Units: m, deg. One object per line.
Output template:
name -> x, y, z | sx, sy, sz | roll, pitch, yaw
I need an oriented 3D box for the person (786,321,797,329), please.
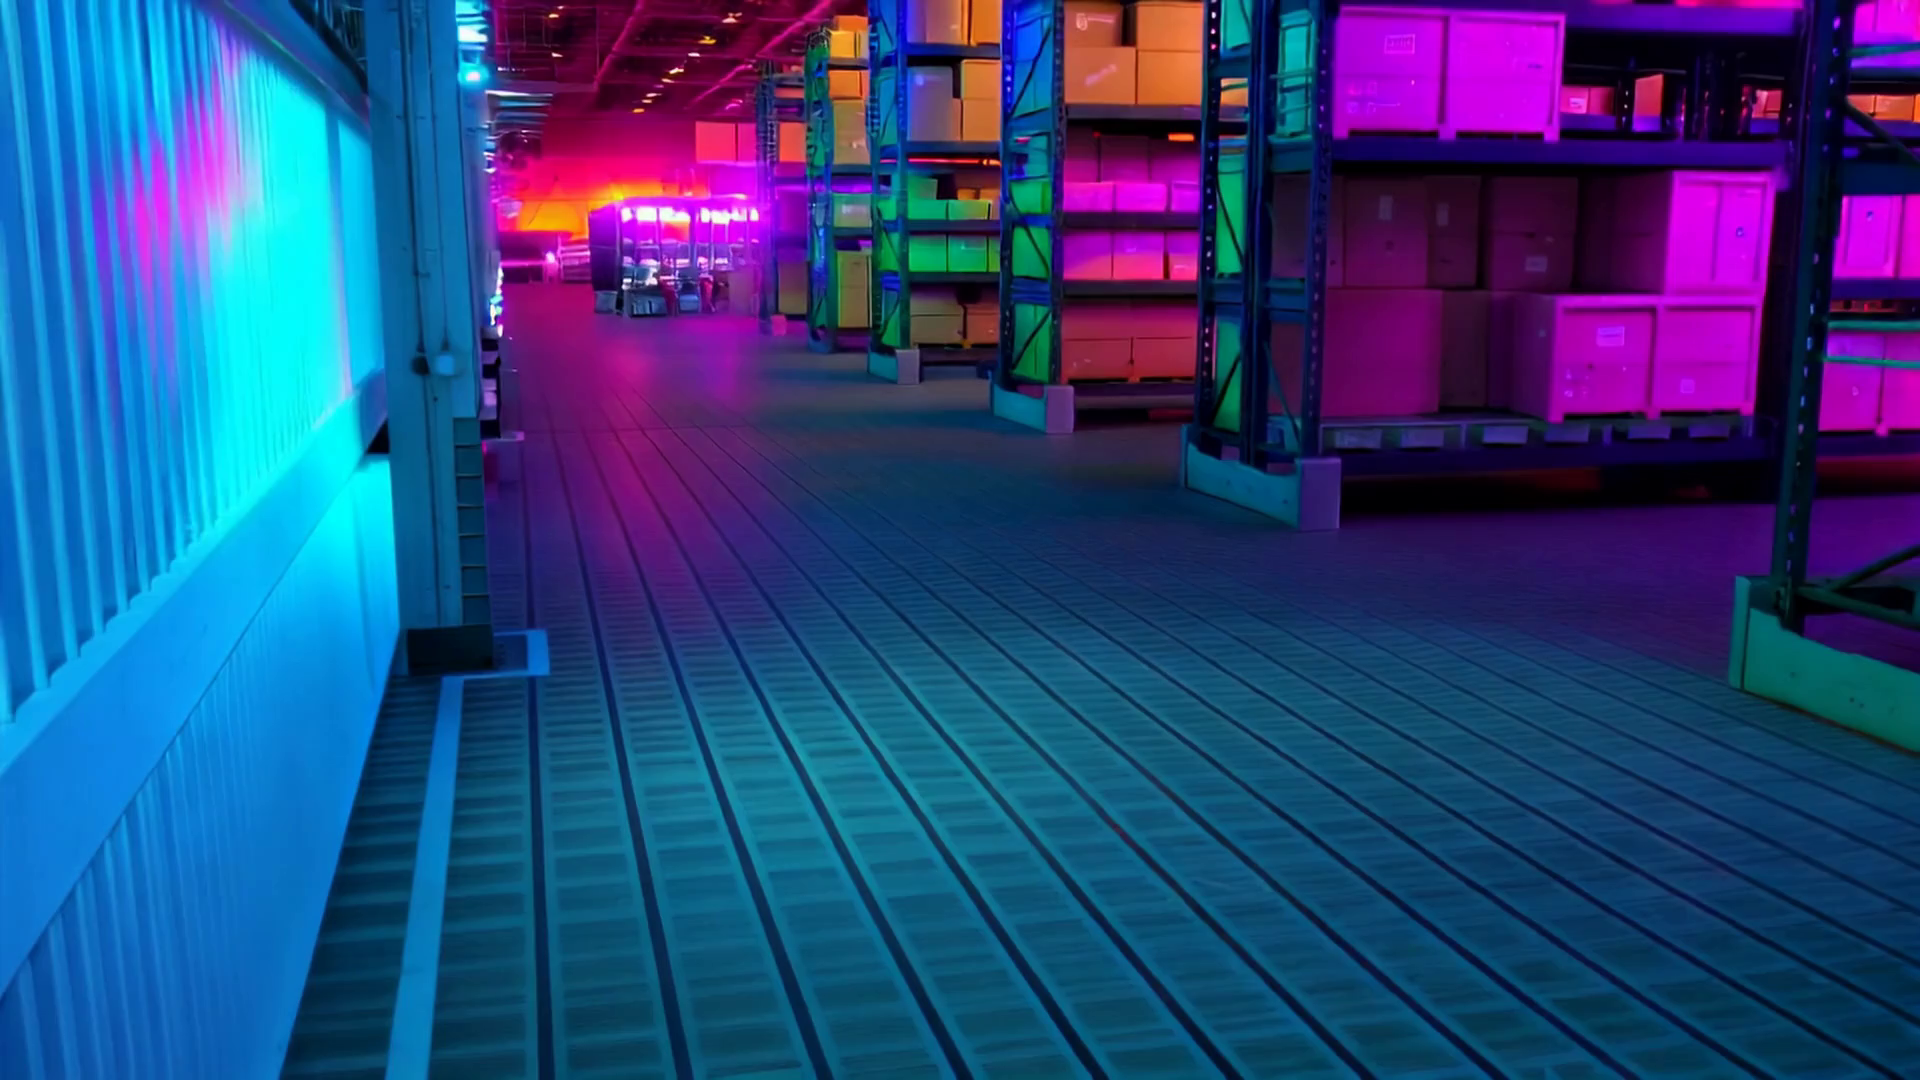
person -> -4.163, -6.109, 40.668 | 0.435, 1.923, 0.638 | -7, 12, -36

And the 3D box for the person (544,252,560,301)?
person -> -15.016, -9.690, 61.222 | 0.573, 1.828, 0.738 | -2, 10, -13
